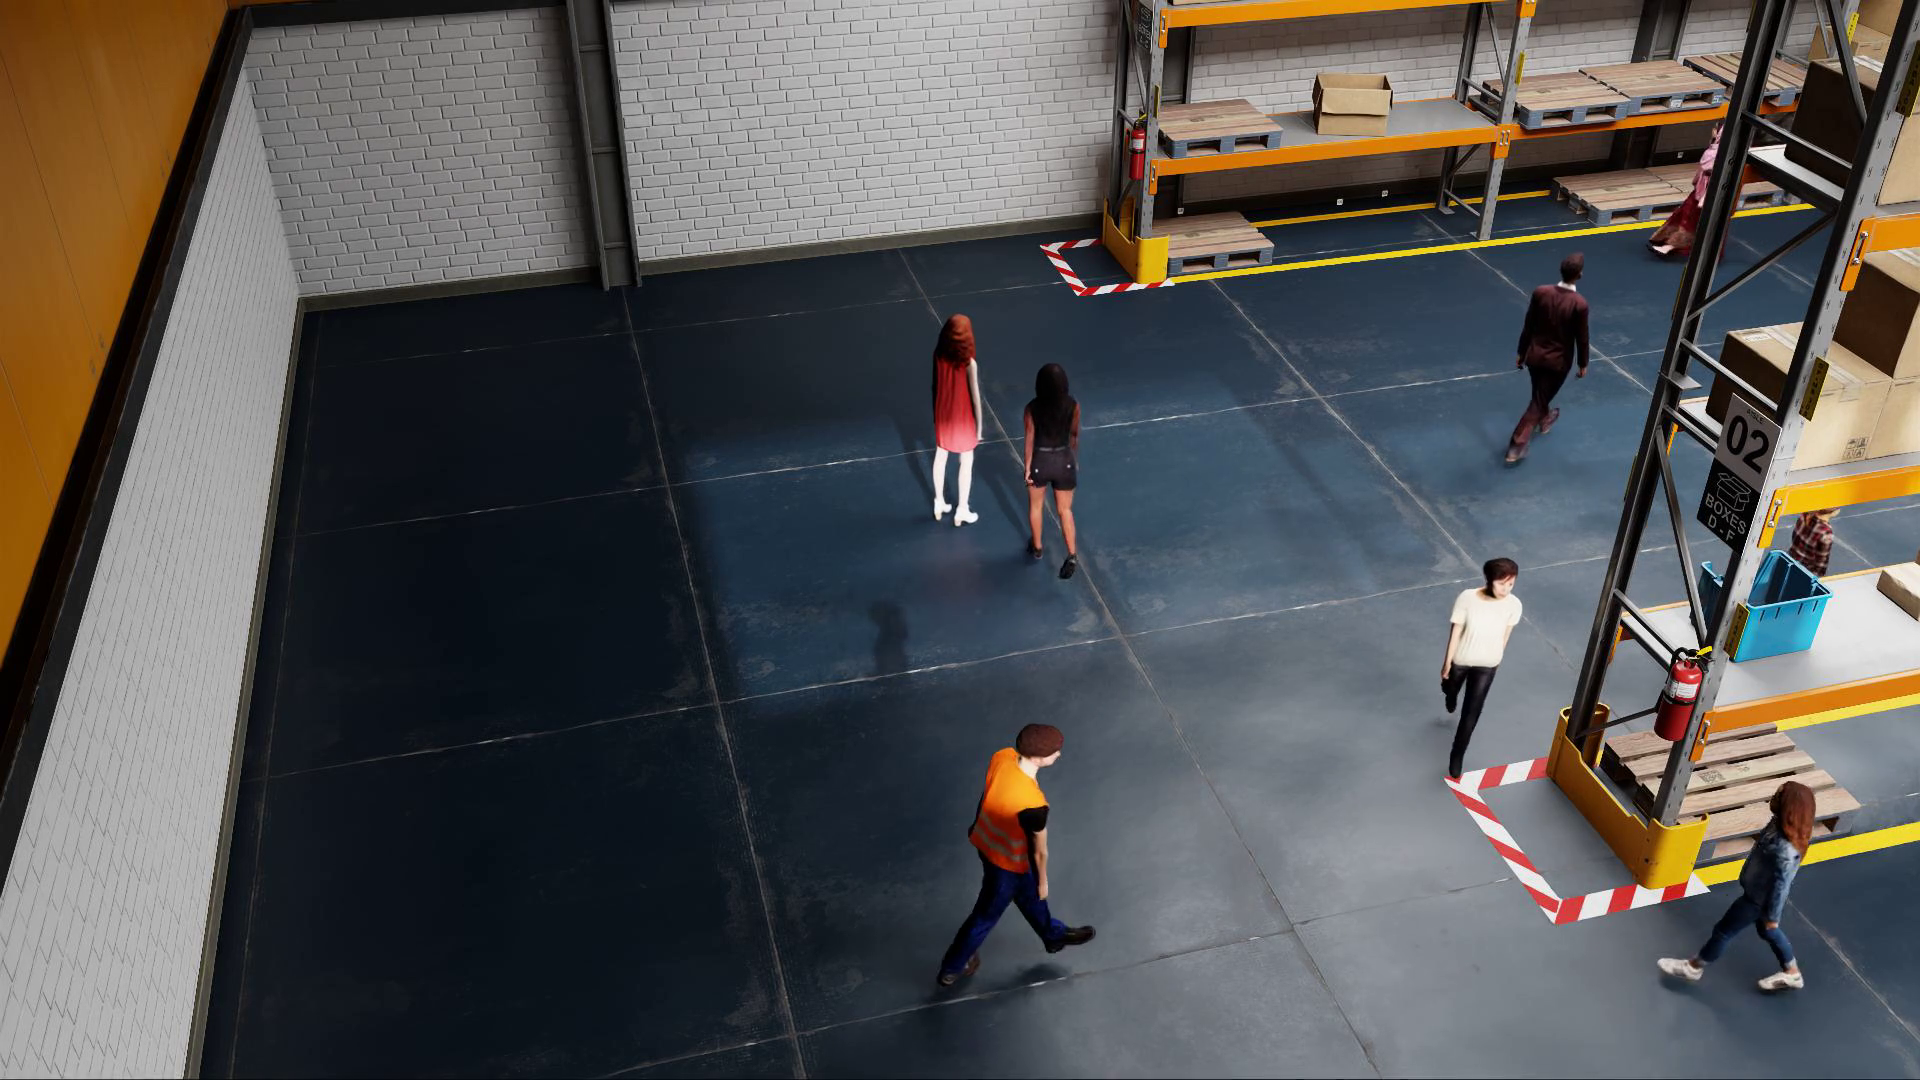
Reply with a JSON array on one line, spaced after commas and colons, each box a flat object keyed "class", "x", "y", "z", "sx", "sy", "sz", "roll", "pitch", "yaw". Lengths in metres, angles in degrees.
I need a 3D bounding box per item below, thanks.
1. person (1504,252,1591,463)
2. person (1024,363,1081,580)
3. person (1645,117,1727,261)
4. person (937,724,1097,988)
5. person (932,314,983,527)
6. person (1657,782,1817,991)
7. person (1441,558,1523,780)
[{"class": "person", "x": 4.901, "y": -1.475, "z": 13.946, "sx": 1.310, "sy": 1.812, "sz": 1.091, "roll": -29, "pitch": 43, "yaw": -36}, {"class": "person", "x": 0.706, "y": -0.481, "z": 12.537, "sx": 0.955, "sy": 1.718, "sz": 0.684, "roll": -7, "pitch": 34, "yaw": -10}, {"class": "person", "x": 7.877, "y": -3.603, "z": 17.313, "sx": 1.132, "sy": 1.628, "sz": 0.893, "roll": 3, "pitch": 34, "yaw": 4}, {"class": "person", "x": 0.162, "y": 1.747, "z": 9.091, "sx": 1.187, "sy": 1.821, "sz": 0.783, "roll": -13, "pitch": 36, "yaw": -18}, {"class": "person", "x": -0.049, "y": -0.935, "z": 13.125, "sx": 0.673, "sy": 1.823, "sz": 0.711, "roll": 22, "pitch": 39, "yaw": 29}, {"class": "person", "x": 4.491, "y": 1.946, "z": 9.132, "sx": 1.078, "sy": 1.445, "sz": 0.915, "roll": 9, "pitch": 35, "yaw": 13}, {"class": "person", "x": 3.330, "y": 0.745, "z": 10.841, "sx": 1.036, "sy": 1.553, "sz": 0.962, "roll": 9, "pitch": 35, "yaw": 14}]
